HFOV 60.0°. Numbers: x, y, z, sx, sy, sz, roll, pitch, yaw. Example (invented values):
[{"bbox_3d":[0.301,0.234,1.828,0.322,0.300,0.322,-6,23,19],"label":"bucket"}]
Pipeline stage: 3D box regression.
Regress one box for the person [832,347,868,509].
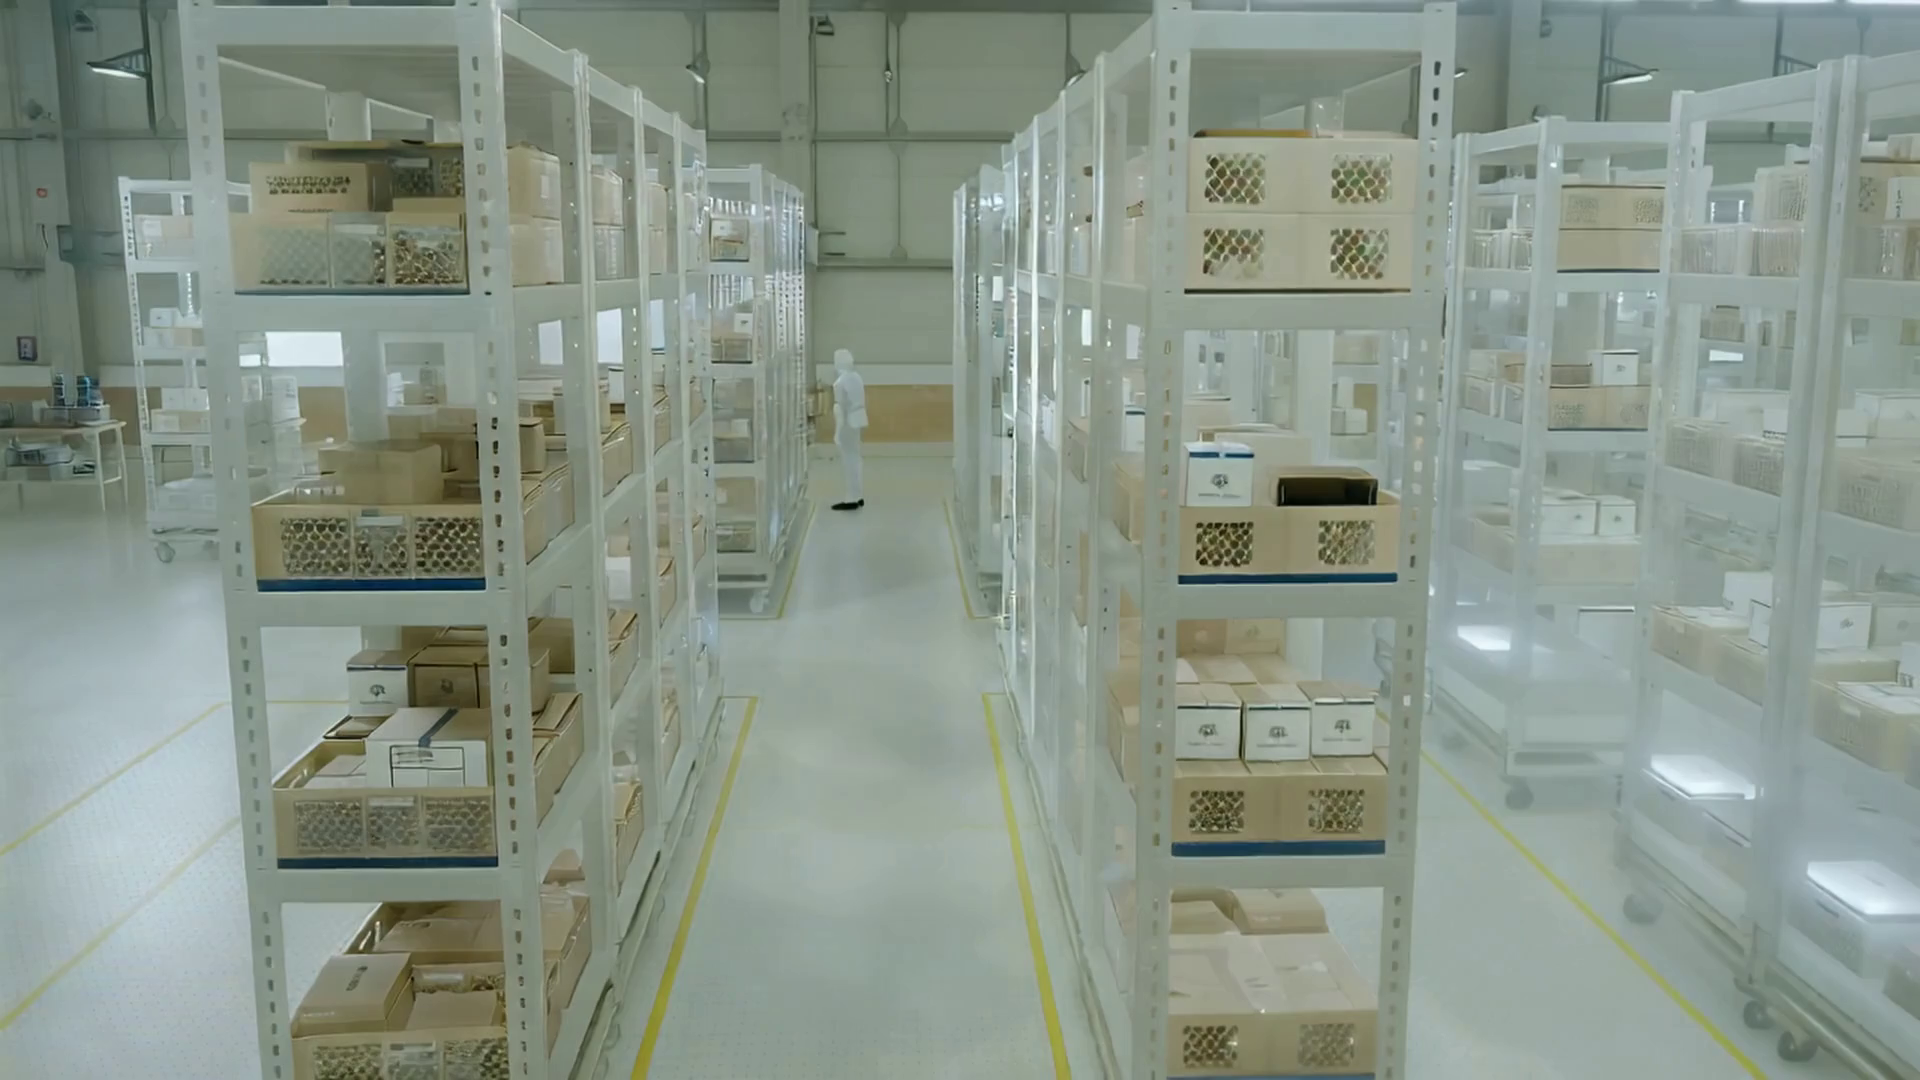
[{"bbox_3d":[-1.256,-1.274,18.997,0.373,1.840,0.572,4,11,21],"label":"person"}]
